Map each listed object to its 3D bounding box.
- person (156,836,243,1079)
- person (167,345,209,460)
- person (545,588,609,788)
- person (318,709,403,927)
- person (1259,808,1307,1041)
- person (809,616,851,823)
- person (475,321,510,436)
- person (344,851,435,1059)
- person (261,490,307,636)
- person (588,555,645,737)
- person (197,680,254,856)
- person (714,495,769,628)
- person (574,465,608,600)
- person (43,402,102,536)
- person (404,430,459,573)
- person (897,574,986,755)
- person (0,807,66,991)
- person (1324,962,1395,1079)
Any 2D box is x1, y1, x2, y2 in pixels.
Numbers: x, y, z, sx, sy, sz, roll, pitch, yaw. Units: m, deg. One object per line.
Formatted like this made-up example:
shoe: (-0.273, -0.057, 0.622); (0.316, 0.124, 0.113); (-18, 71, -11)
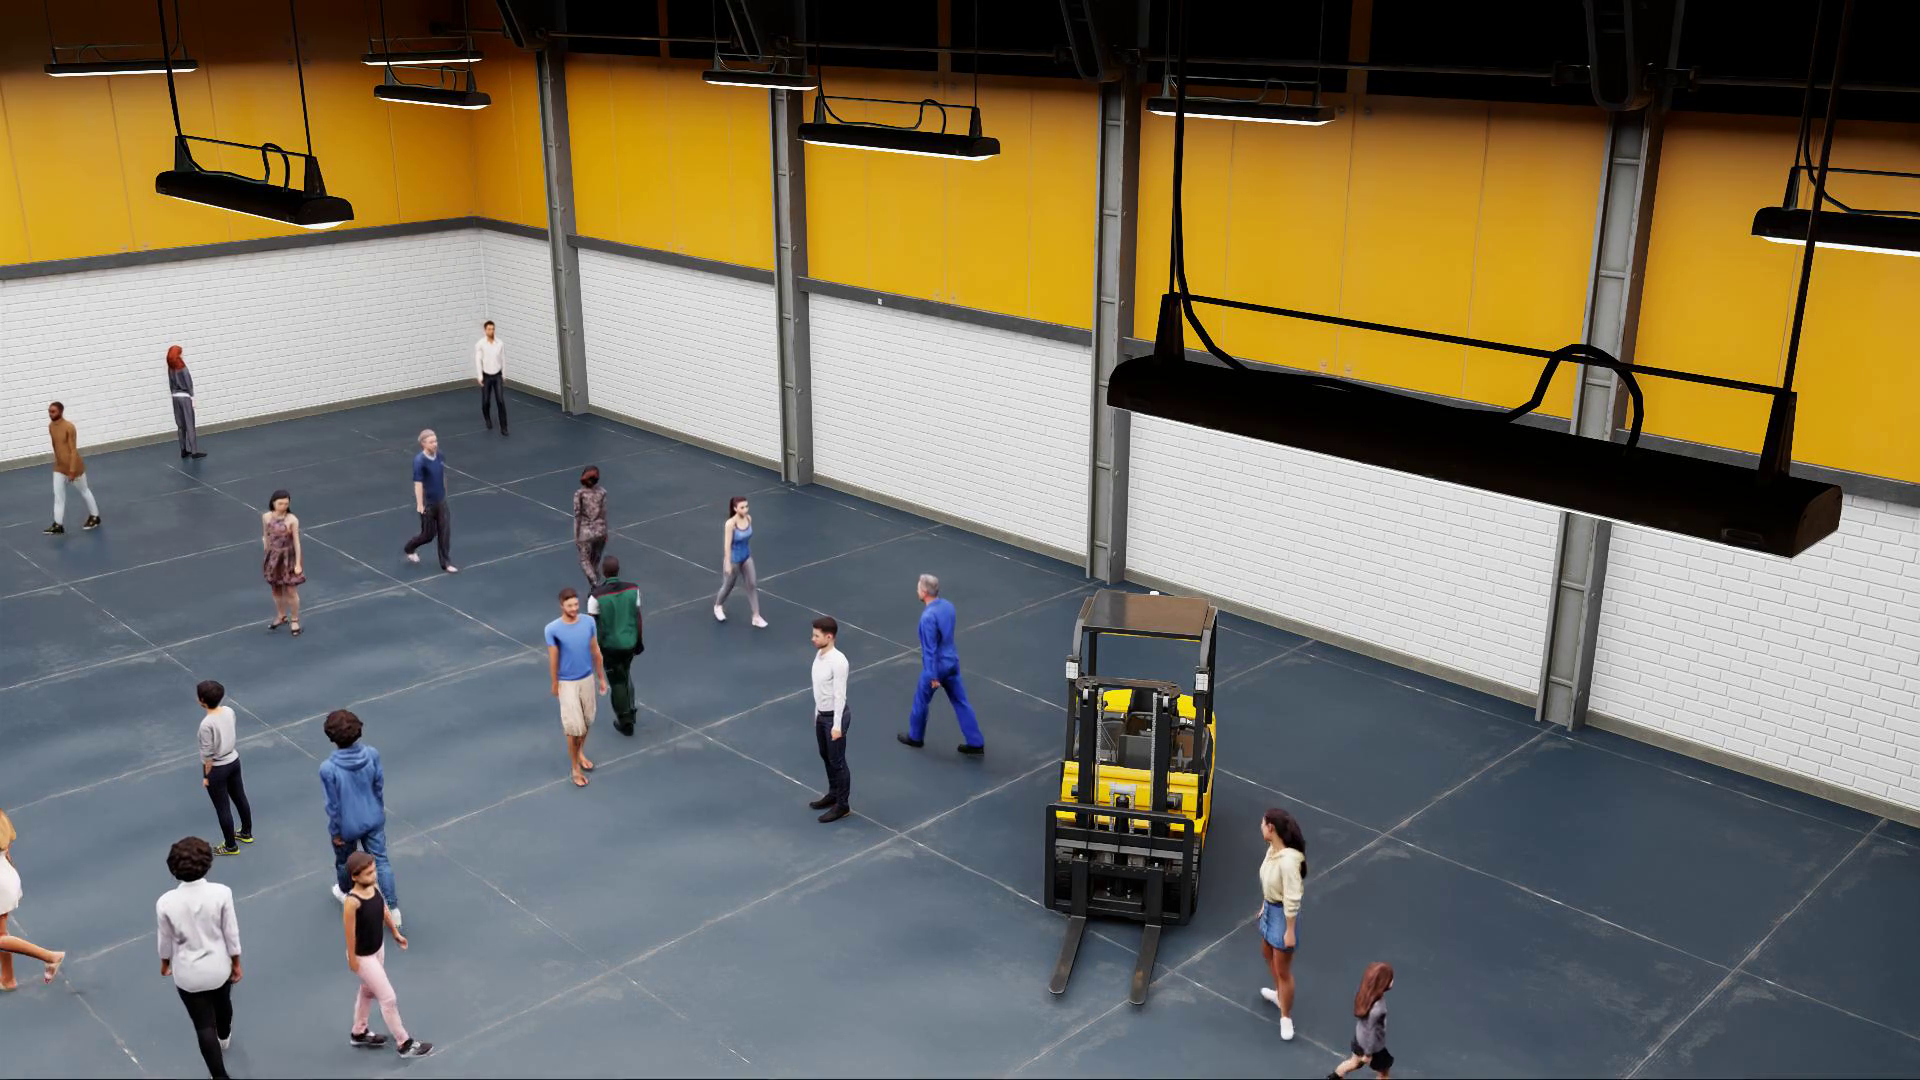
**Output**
person: (-4.994, 2.858, 10.978); (0.838, 1.762, 1.169); (-11, 21, -29)
person: (-12.059, -2.151, 25.824); (0.539, 1.779, 0.694); (9, 21, 25)
person: (-3.625, 1.285, 15.523); (0.683, 1.841, 0.891); (-15, 24, -37)
person: (-4.634, 2.202, 12.920); (0.771, 1.764, 1.211); (-14, 23, -36)
person: (2.295, 2.691, 11.713); (0.857, 1.609, 0.759); (-6, 19, -16)
person: (-1.121, 1.550, 14.705); (0.744, 1.862, 0.630); (-10, 21, -27)
person: (-7.724, -2.675, 27.290); (0.944, 1.836, 1.271); (-9, 20, -24)
person: (-4.123, 2.830, 11.410); (0.949, 1.539, 0.844); (2, 19, 5)
person: (-7.628, 0.264, 18.714); (0.835, 1.740, 0.919); (6, 20, 17)
person: (-3.295, 1.064, 16.210); (0.692, 1.822, 0.676); (-15, 24, -38)
person: (-6.259, 1.913, 14.110); (0.634, 1.552, 0.621); (4, 19, 12)
person: (-2.590, 0.235, 19.077); (1.036, 1.563, 0.597); (16, 24, 39)
person: (-4.305, -0.026, 19.642); (0.705, 1.698, 0.862); (-11, 22, -30)
person: (-11.892, -0.983, 22.362); (1.112, 1.776, 1.036); (5, 19, 14)
person: (-6.658, -0.484, 20.769); (1.032, 1.847, 0.836); (10, 21, 26)
person: (-0.102, 1.233, 15.780); (1.209, 1.776, 0.852); (11, 22, 30)
person: (-6.899, 2.541, 12.049); (0.914, 1.678, 0.916); (-4, 19, -11)
person: (2.625, 3.248, 10.883); (0.859, 1.083, 0.747); (3, 19, 8)
